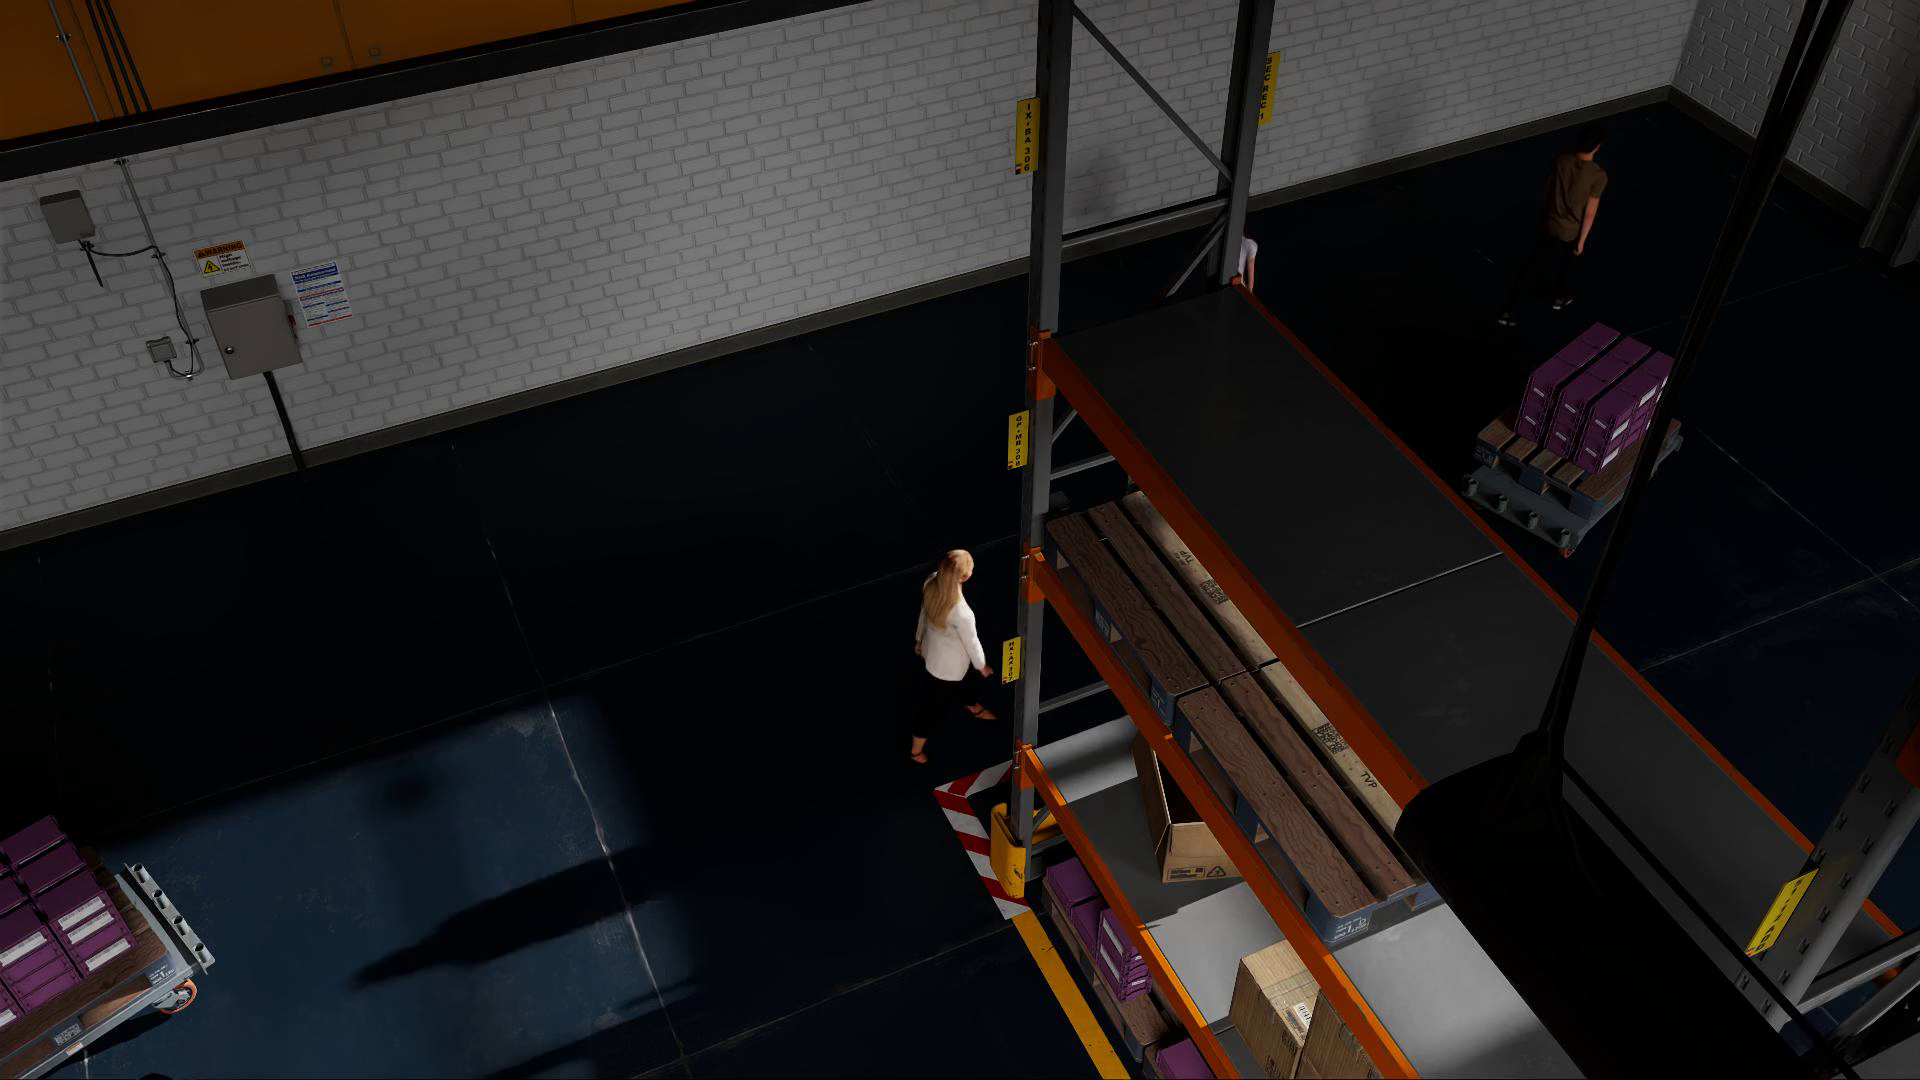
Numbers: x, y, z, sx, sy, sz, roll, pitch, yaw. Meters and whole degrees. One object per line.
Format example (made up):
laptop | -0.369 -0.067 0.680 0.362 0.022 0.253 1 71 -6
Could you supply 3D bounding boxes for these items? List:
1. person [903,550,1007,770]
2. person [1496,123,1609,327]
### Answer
person | -0.164 0.798 10.043 0.713 1.825 0.944 -21 47 -20
person | 4.829 -2.504 13.519 0.999 1.810 1.278 -33 52 -30
